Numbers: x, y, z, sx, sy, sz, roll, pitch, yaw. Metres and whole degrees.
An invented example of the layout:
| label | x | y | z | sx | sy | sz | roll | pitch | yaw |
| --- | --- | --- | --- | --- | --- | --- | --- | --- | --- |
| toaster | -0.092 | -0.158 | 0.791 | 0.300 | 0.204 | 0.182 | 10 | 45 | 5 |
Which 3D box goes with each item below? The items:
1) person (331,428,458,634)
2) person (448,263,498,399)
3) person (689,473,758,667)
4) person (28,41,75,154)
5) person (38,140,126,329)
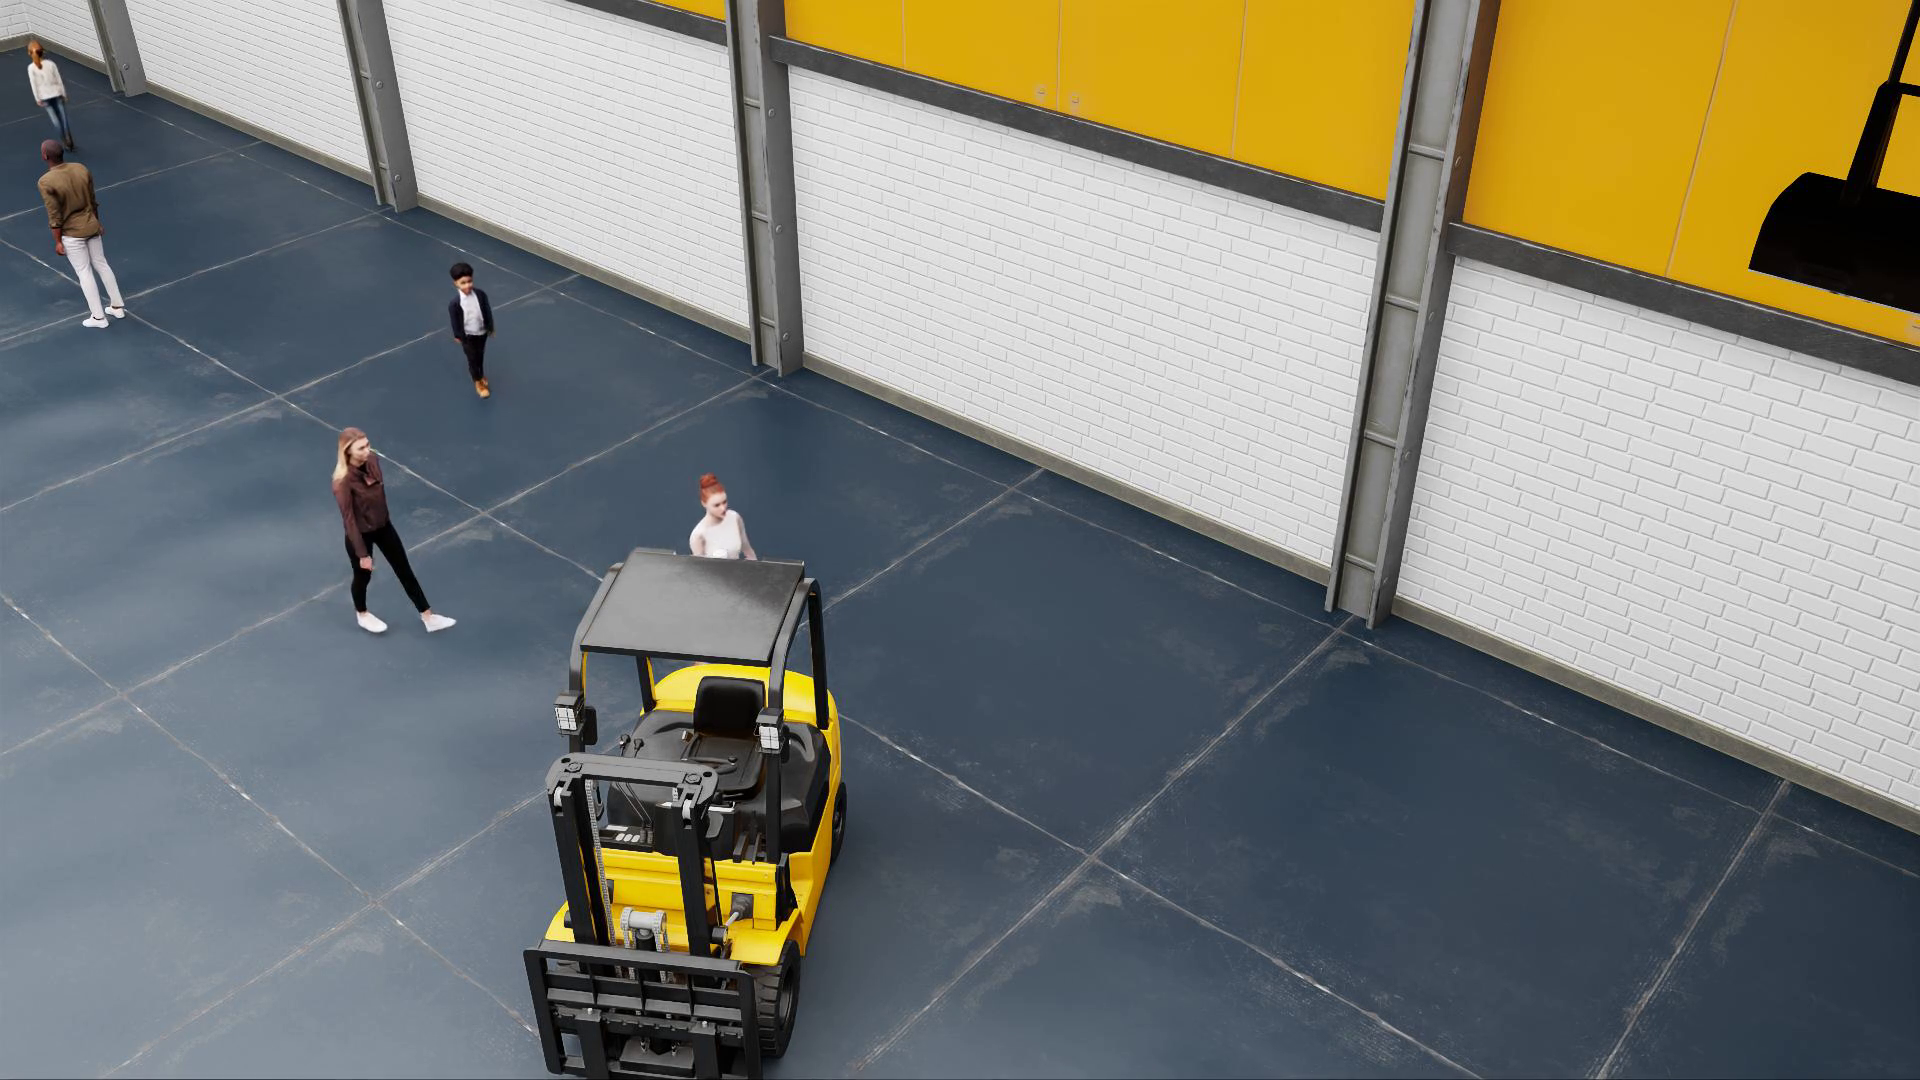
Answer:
| label | x | y | z | sx | sy | sz | roll | pitch | yaw |
| --- | --- | --- | --- | --- | --- | --- | --- | --- | --- |
| person | -4.158 | -0.051 | 11.516 | 1.088 | 1.669 | 0.847 | 12 | 36 | 18 |
| person | -4.339 | -1.904 | 14.719 | 0.570 | 1.210 | 0.717 | -26 | 41 | -33 |
| person | -1.610 | 0.324 | 10.875 | 1.026 | 1.754 | 0.590 | 24 | 40 | 31 |
| person | -10.684 | -5.197 | 19.581 | 0.524 | 1.312 | 0.557 | -23 | 40 | -31 |
| person | -8.279 | -2.891 | 15.647 | 0.694 | 1.825 | 0.782 | 13 | 36 | 19 |
